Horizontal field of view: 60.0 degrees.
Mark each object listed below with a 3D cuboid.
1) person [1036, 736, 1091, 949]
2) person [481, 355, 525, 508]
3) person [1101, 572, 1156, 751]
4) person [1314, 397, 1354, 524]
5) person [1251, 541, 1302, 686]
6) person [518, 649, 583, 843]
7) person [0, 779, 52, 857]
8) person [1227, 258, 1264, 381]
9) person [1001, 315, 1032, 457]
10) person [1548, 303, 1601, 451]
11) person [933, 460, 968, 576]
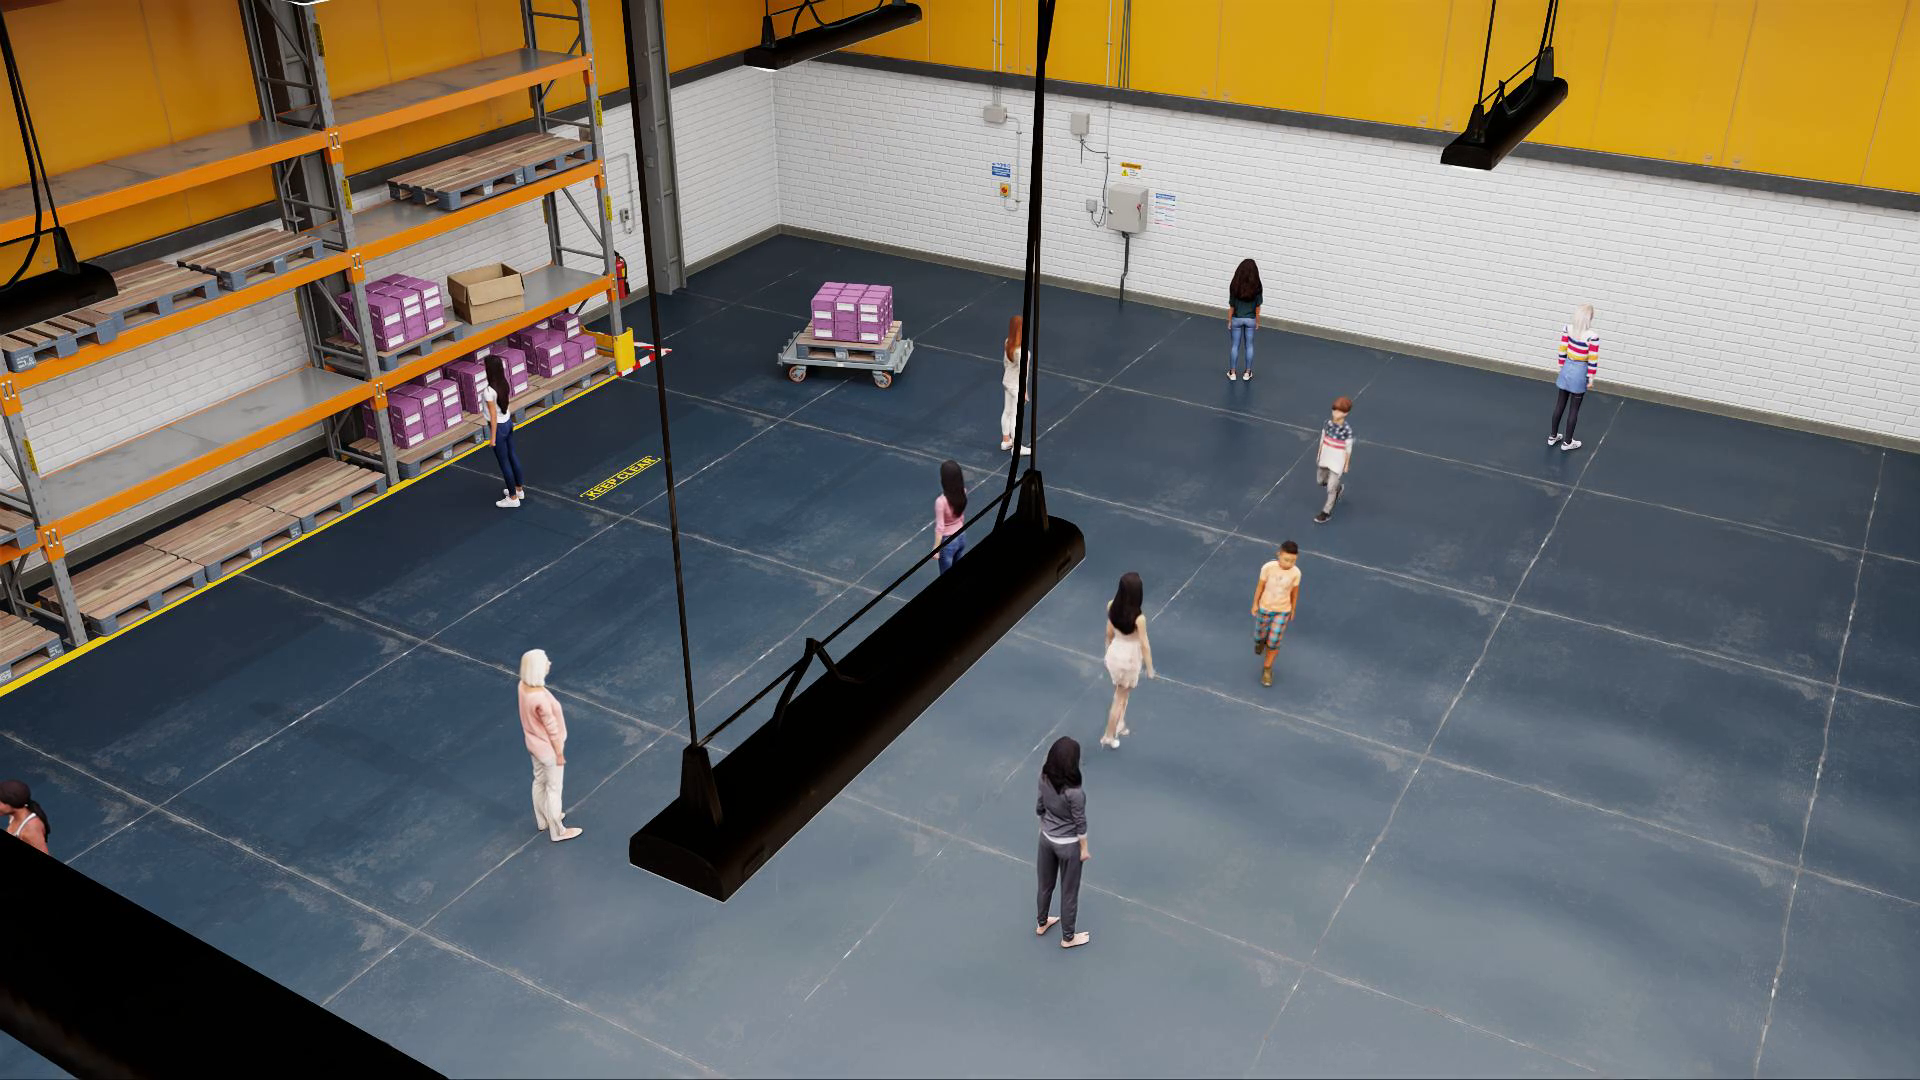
[{"bbox_3d":[0.730,2.191,12.092,0.645,1.765,0.593,25,37,38],"label":"person"},{"bbox_3d":[-5.040,-1.208,18.313,0.718,1.775,0.567,5,29,8],"label":"person"},{"bbox_3d":[1.334,1.083,14.170,0.733,1.720,0.697,-19,34,-31],"label":"person"},{"bbox_3d":[4.099,-0.911,18.130,0.865,1.429,0.671,-24,37,-37],"label":"person"},{"bbox_3d":[2.896,0.608,15.330,0.713,1.443,0.870,8,30,15],"label":"person"},{"bbox_3d":[-3.302,1.611,13.197,0.635,1.725,0.667,-23,36,-35],"label":"person"},{"bbox_3d":[-6.442,2.403,11.714,0.595,1.754,0.621,-24,37,-37],"label":"person"},{"bbox_3d":[3.665,-2.855,21.498,0.693,1.616,0.716,3,29,5],"label":"person"},{"bbox_3d":[0.642,-1.819,19.499,0.727,1.711,0.698,-12,31,-21],"label":"person"},{"bbox_3d":[7.251,-1.951,19.640,0.668,1.809,0.718,-19,34,-31],"label":"person"},{"bbox_3d":[-0.088,0.016,16.103,0.652,1.743,0.493,21,35,33],"label":"person"}]
